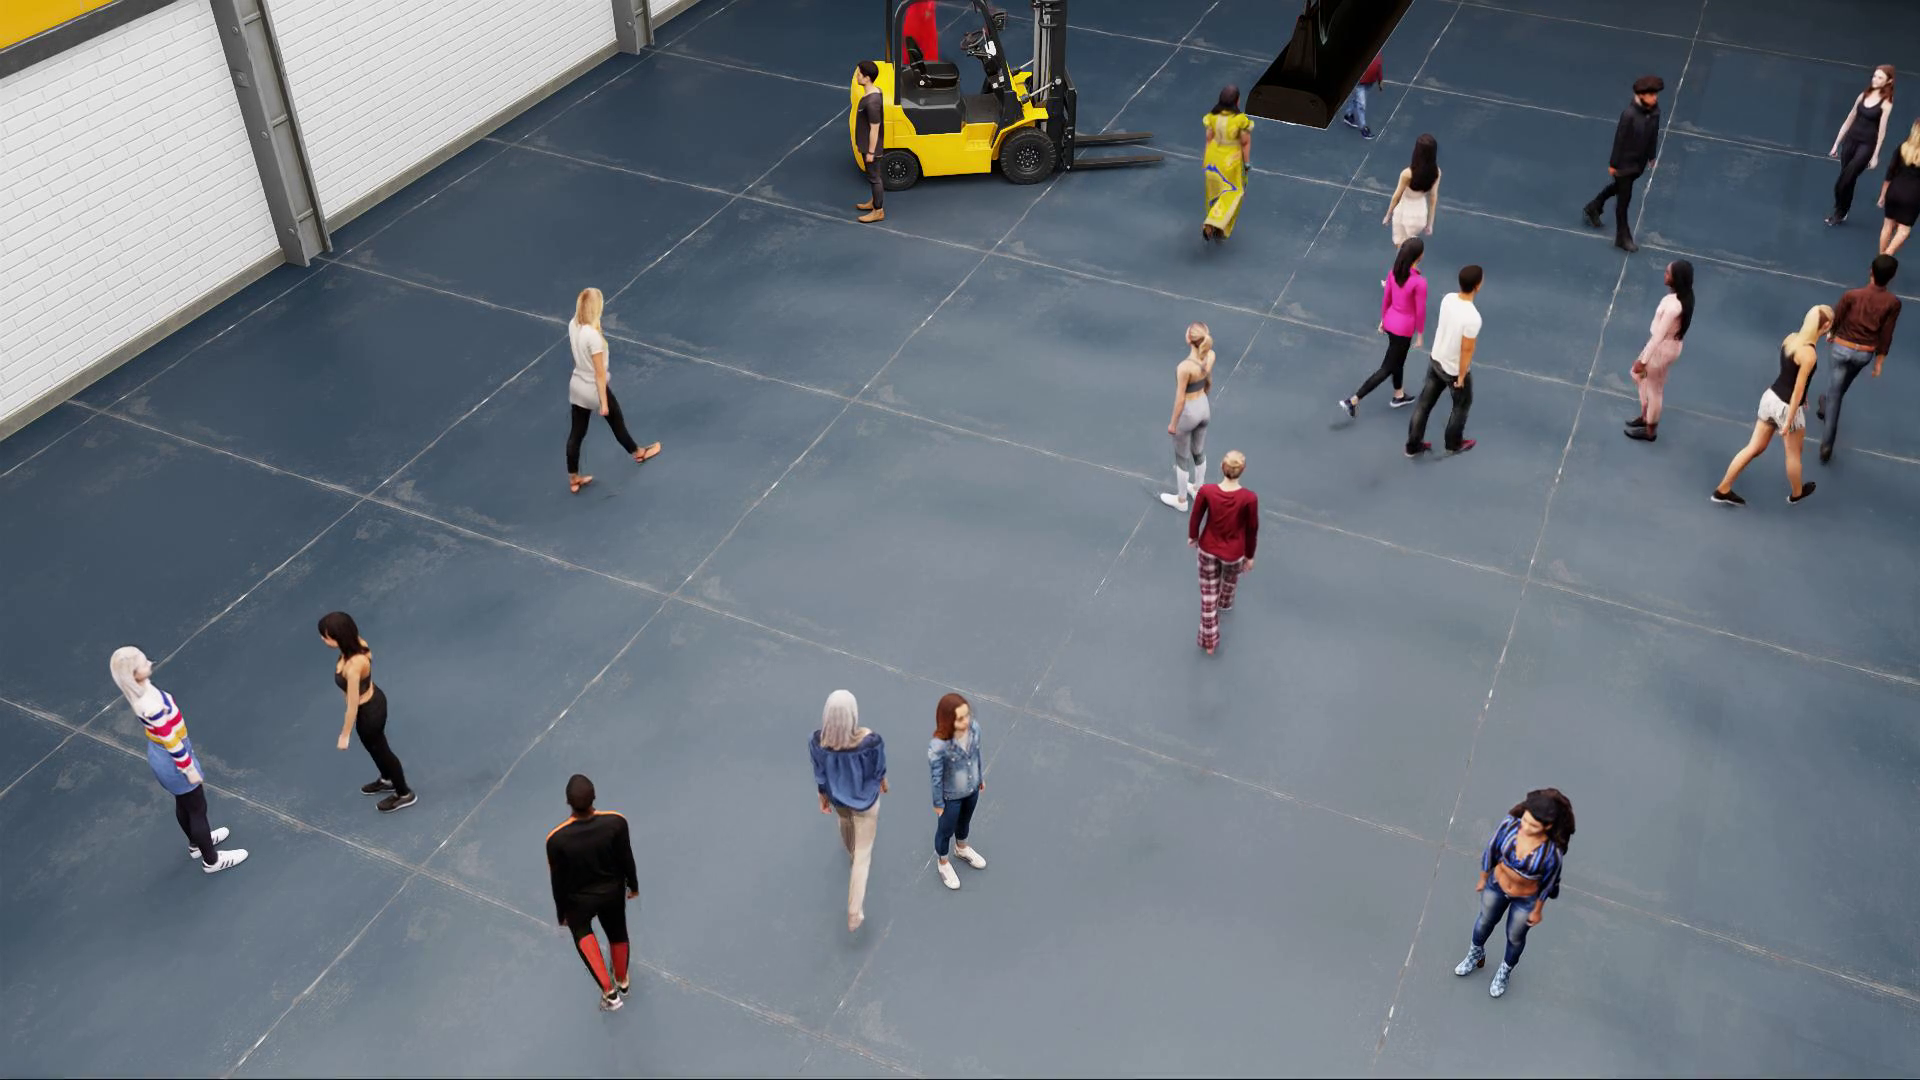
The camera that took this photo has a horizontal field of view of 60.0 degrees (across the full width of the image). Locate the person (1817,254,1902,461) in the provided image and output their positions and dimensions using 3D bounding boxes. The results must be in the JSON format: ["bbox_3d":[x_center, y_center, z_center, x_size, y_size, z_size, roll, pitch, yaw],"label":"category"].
[{"bbox_3d":[7.431,-1.481,13.877,0.780,1.721,1.196,10,40,12],"label":"person"}]

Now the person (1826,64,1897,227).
[{"bbox_3d":[9.323,-4.062,17.095,0.825,1.736,0.770,-16,41,-19],"label":"person"}]

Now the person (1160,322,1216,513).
[{"bbox_3d":[1.848,-0.988,13.274,0.583,1.702,0.704,-27,46,-30],"label":"person"}]

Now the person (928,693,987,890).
[{"bbox_3d":[-0.023,1.526,10.305,0.553,1.477,0.685,-32,48,-33],"label":"person"}]

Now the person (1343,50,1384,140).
[{"bbox_3d":[4.581,-5.257,19.004,0.875,1.222,0.873,-19,42,-22],"label":"person"}]

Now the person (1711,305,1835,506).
[{"bbox_3d":[6.474,-1.050,13.277,1.045,1.794,1.115,-1,39,-1],"label":"person"}]

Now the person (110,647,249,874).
[{"bbox_3d":[-4.867,1.345,10.267,0.668,1.809,0.720,-30,47,-32],"label":"person"}]

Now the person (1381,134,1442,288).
[{"bbox_3d":[4.289,-2.945,15.726,0.993,1.700,1.079,-12,40,-14],"label":"person"}]

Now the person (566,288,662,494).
[{"bbox_3d":[-3.042,-1.151,13.415,0.917,1.779,1.196,26,46,29],"label":"person"}]

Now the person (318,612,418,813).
[{"bbox_3d":[-3.764,1.112,10.697,0.750,1.636,0.689,-12,40,-15],"label":"person"}]

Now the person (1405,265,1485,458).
[{"bbox_3d":[3.985,-1.432,13.775,1.004,1.781,0.925,-20,43,-24],"label":"person"}]

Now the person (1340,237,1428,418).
[{"bbox_3d":[3.695,-1.770,14.289,1.154,1.667,1.016,-16,41,-19],"label":"person"}]

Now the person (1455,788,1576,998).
[{"bbox_3d":[3.192,2.023,9.574,0.659,1.614,0.673,-32,48,-33],"label":"person"}]

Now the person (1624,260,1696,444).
[{"bbox_3d":[5.987,-1.547,13.969,0.687,1.708,0.509,15,41,18],"label":"person"}]

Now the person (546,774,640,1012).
[{"bbox_3d":[-2.038,2.057,9.387,0.856,1.794,0.911,-16,41,-19],"label":"person"}]

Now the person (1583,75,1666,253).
[{"bbox_3d":[6.739,-3.880,16.856,1.115,1.750,1.130,-16,41,-19],"label":"person"}]

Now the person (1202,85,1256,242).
[{"bbox_3d":[2.657,-3.767,16.811,0.831,1.641,1.067,24,44,27],"label":"person"}]

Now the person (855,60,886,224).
[{"bbox_3d":[-0.913,-4.137,17.204,0.766,1.717,0.649,-2,39,-2],"label":"person"}]

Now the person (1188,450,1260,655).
[{"bbox_3d":[1.870,0.110,11.922,0.778,1.673,1.018,8,39,10],"label":"person"}]

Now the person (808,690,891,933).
[{"bbox_3d":[-0.651,1.619,10.046,0.782,1.666,1.165,7,39,9],"label":"person"}]

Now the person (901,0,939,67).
[{"bbox_3d":[-0.423,-6.439,20.060,0.696,1.761,0.910,21,43,24],"label":"person"}]

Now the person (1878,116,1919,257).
[{"bbox_3d":[9.139,-3.271,16.173,0.744,1.651,0.945,31,48,33],"label":"person"}]
